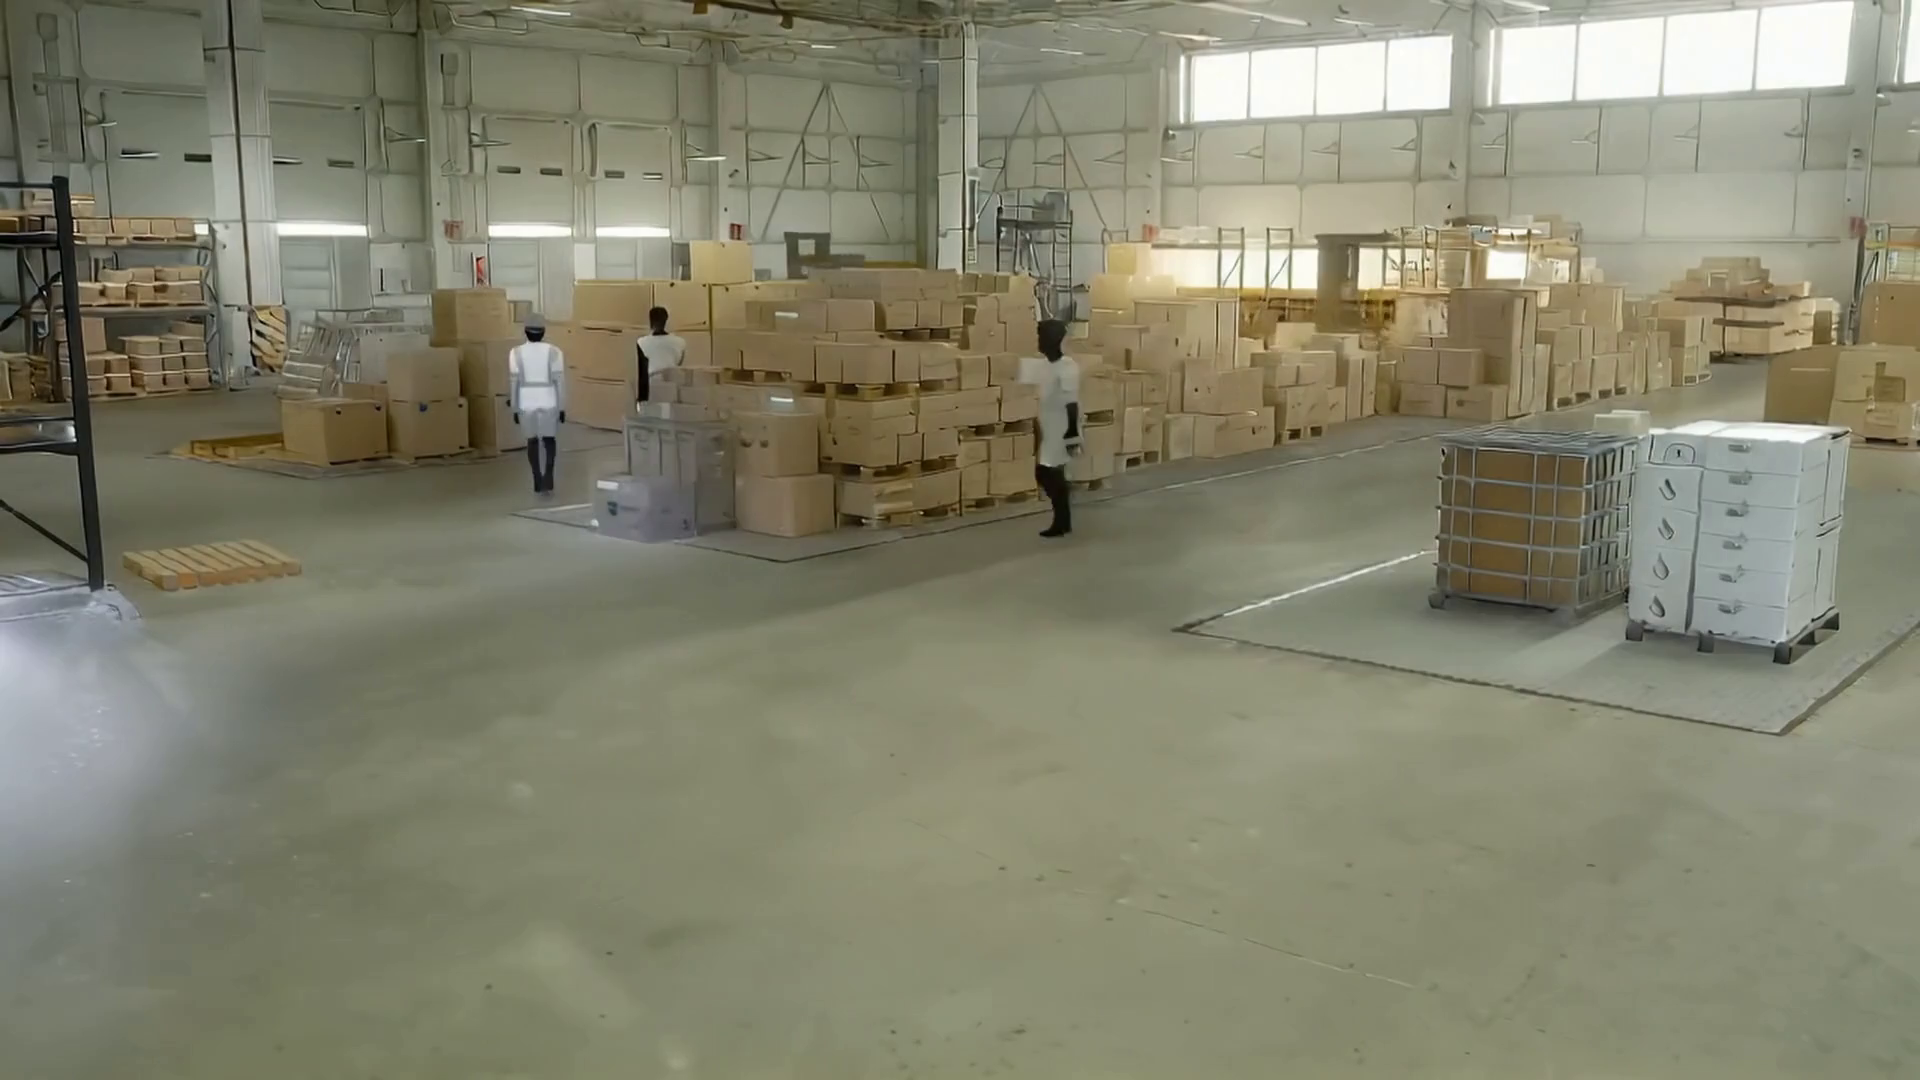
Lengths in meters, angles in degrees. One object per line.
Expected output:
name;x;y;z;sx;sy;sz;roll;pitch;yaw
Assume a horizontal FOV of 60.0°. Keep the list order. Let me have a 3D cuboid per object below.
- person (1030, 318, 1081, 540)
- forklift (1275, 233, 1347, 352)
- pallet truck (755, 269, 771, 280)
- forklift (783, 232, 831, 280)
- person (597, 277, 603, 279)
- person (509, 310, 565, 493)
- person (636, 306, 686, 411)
person;0.805;-0.946;14.432;0.489;1.945;0.636;-3;10;-16
forklift;7.275;-4.634;32.777;1.873;2.768;1.129;6;12;30
pallet truck;-4.996;-6.432;45.525;1.885;1.965;0.823;-6;12;-32
forklift;-2.817;-4.293;30.833;1.873;2.768;1.129;8;13;40
person;-7.682;-4.672;35.706;0.442;1.920;0.639;0;10;2
person;-4.366;-1.416;17.208;0.544;1.920;0.584;-3;10;-14
person;-3.267;-1.598;18.228;0.591;1.919;0.392;-9;13;-41
